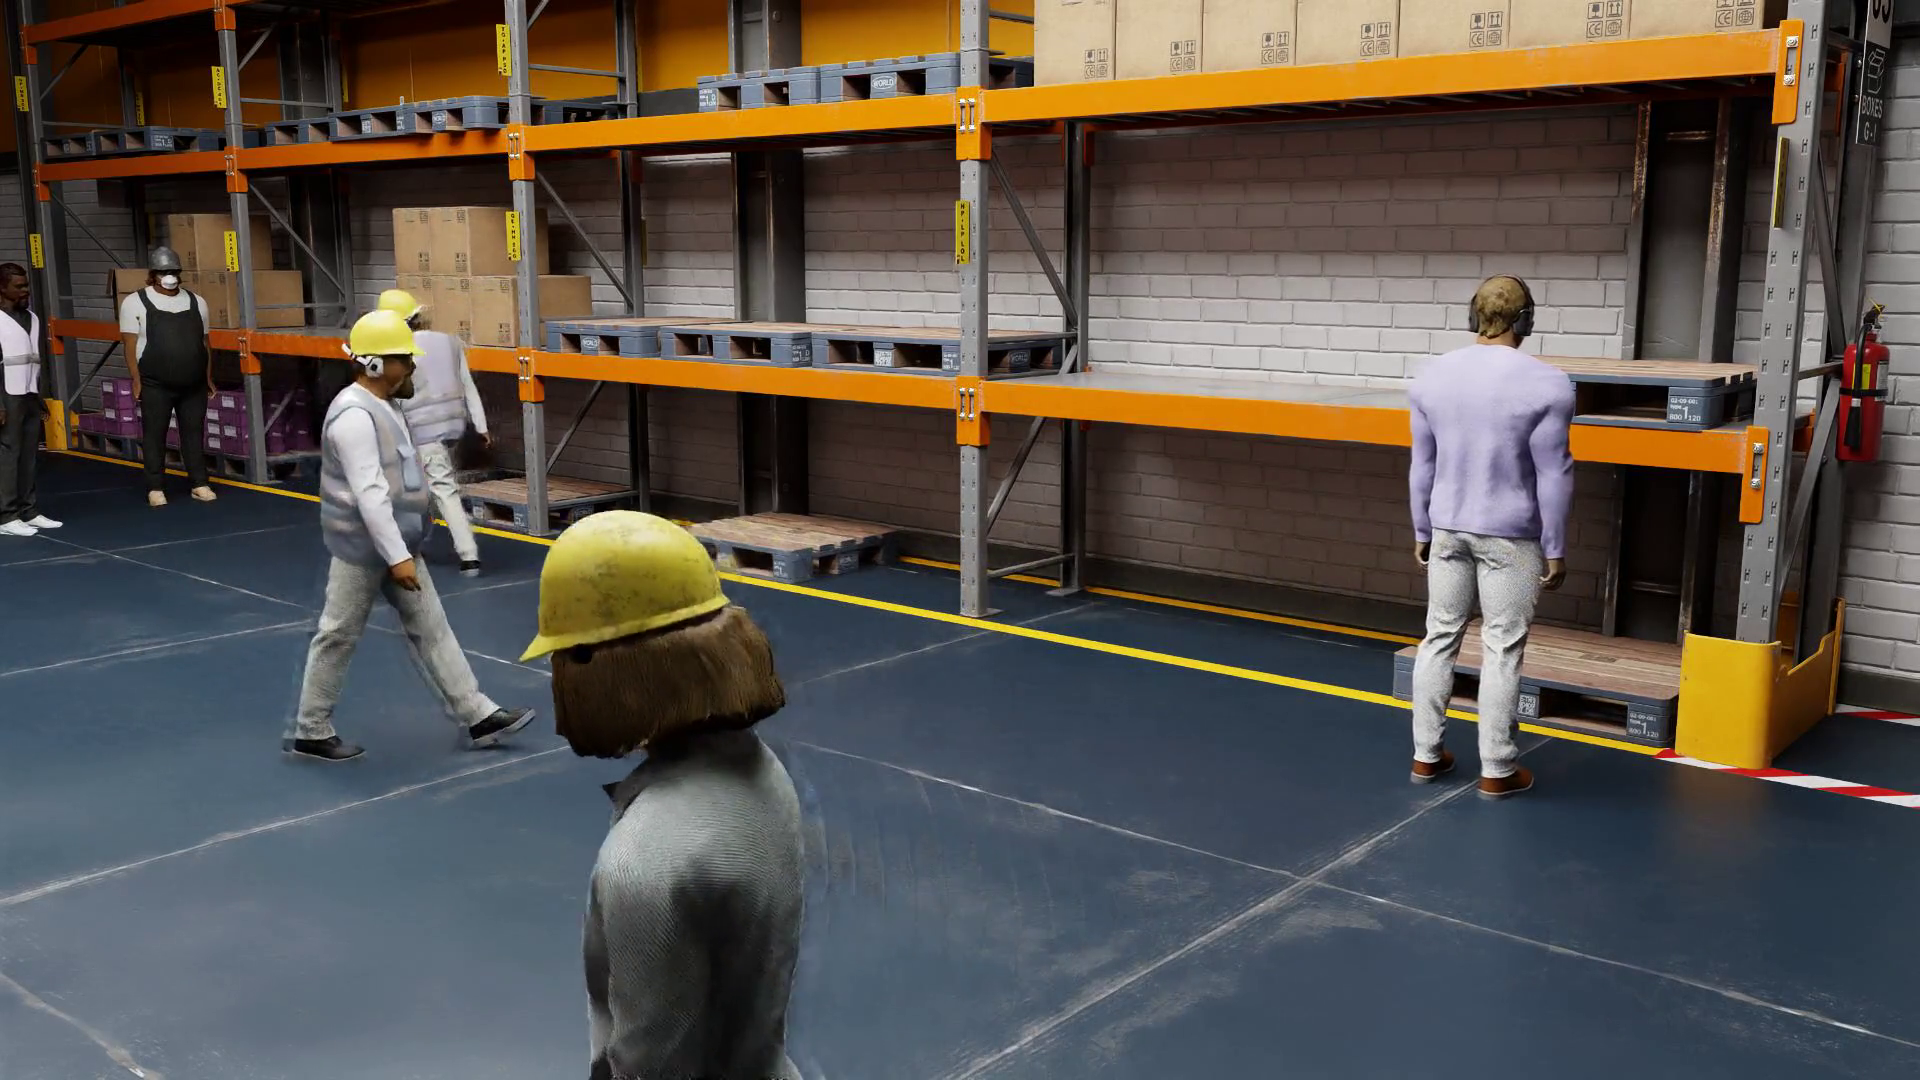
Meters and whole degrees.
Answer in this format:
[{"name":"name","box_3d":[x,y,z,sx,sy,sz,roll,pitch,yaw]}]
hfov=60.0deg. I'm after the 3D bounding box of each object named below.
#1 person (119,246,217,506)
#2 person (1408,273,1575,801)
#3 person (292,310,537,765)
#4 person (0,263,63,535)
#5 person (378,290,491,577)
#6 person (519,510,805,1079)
[{"name":"person","box_3d":[-6.217,-1.298,13.174,0.676,2.000,0.536,-10,14,-44]},{"name":"person","box_3d":[1.945,-0.011,6.156,0.628,1.931,0.358,10,14,43]},{"name":"person","box_3d":[-2.205,0.005,6.491,0.962,1.775,0.604,0,10,0]},{"name":"person","box_3d":[-6.712,-0.999,11.816,0.383,1.918,0.591,0,10,2]},{"name":"person","box_3d":[-3.314,-0.661,10.331,0.907,1.762,0.652,6,11,29]},{"name":"person","box_3d":[-0.255,0.821,2.027,0.567,1.711,0.533,1,10,8]}]
